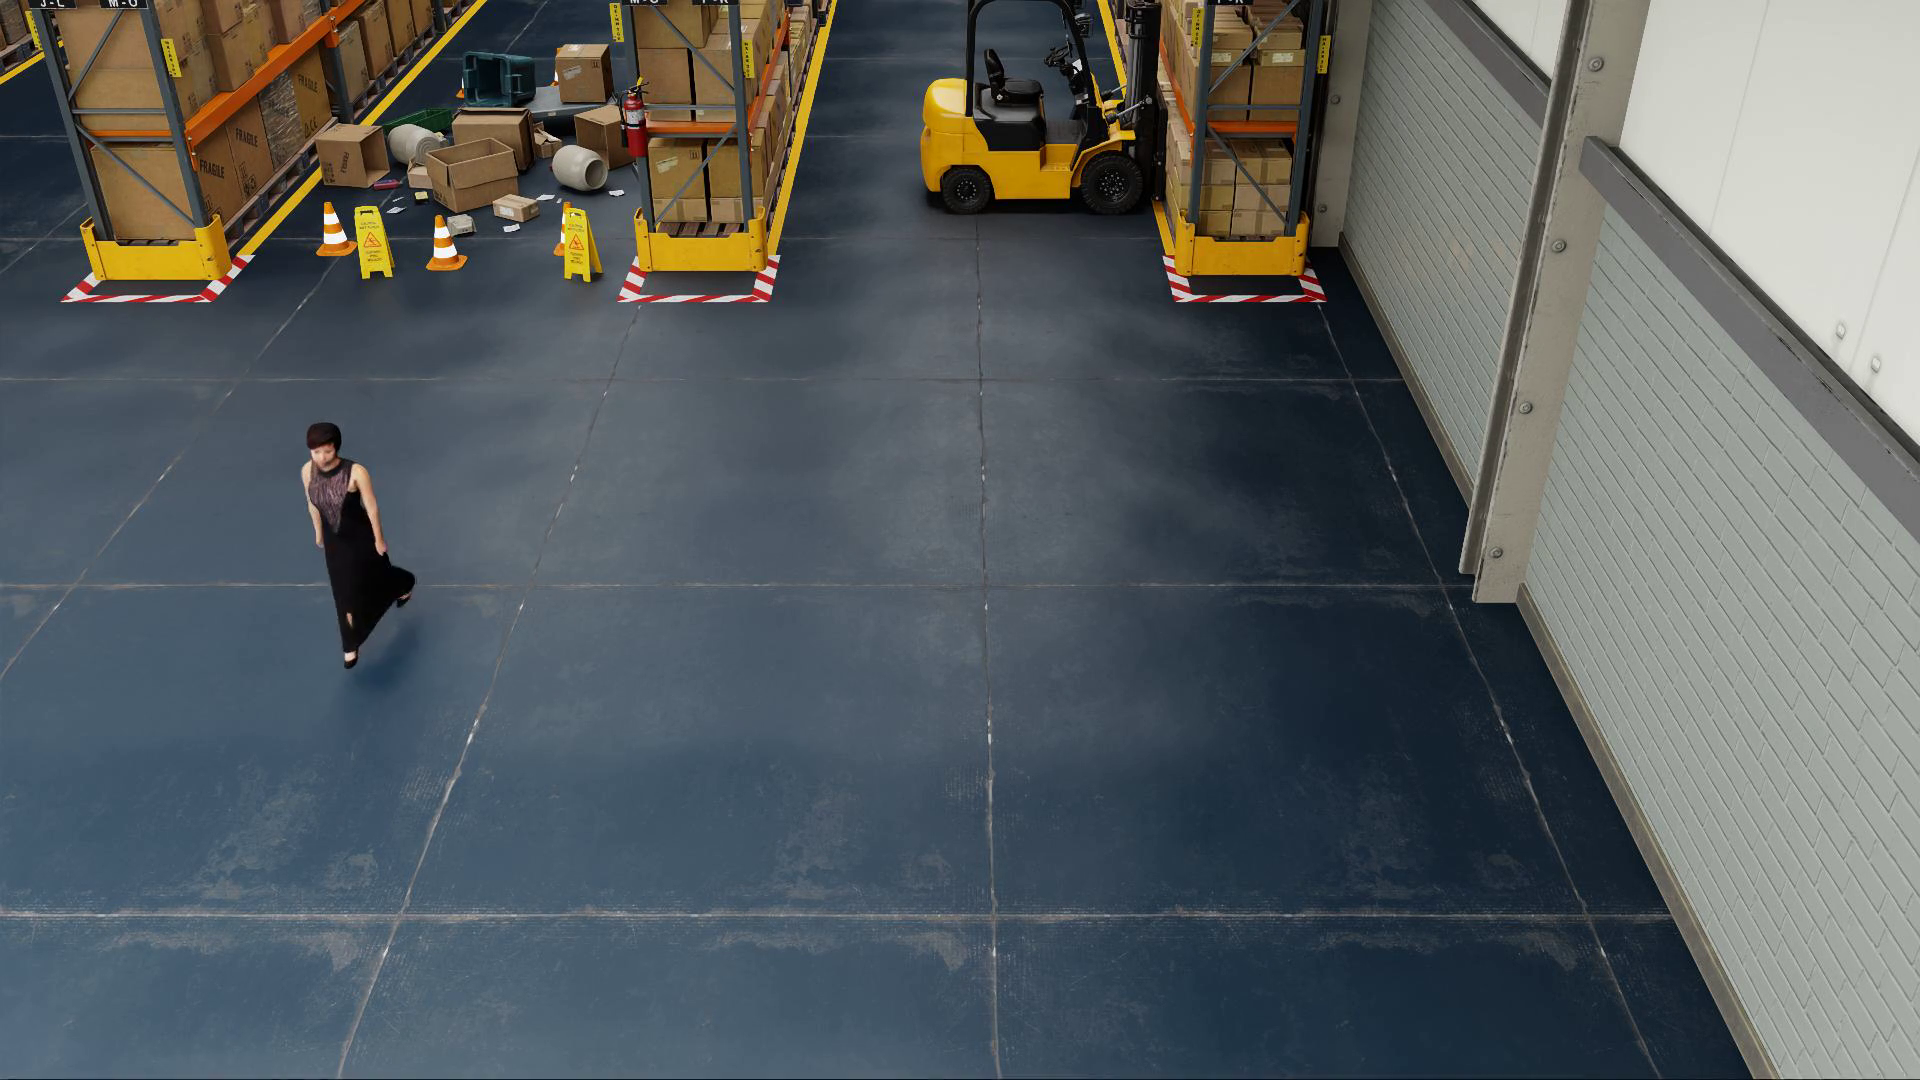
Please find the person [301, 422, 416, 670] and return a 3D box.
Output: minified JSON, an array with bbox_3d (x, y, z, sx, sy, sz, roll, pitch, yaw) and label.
[{"bbox_3d":[-3.626,-0.063,10.039,0.678,1.565,1.046,4,32,7],"label":"person"}]
